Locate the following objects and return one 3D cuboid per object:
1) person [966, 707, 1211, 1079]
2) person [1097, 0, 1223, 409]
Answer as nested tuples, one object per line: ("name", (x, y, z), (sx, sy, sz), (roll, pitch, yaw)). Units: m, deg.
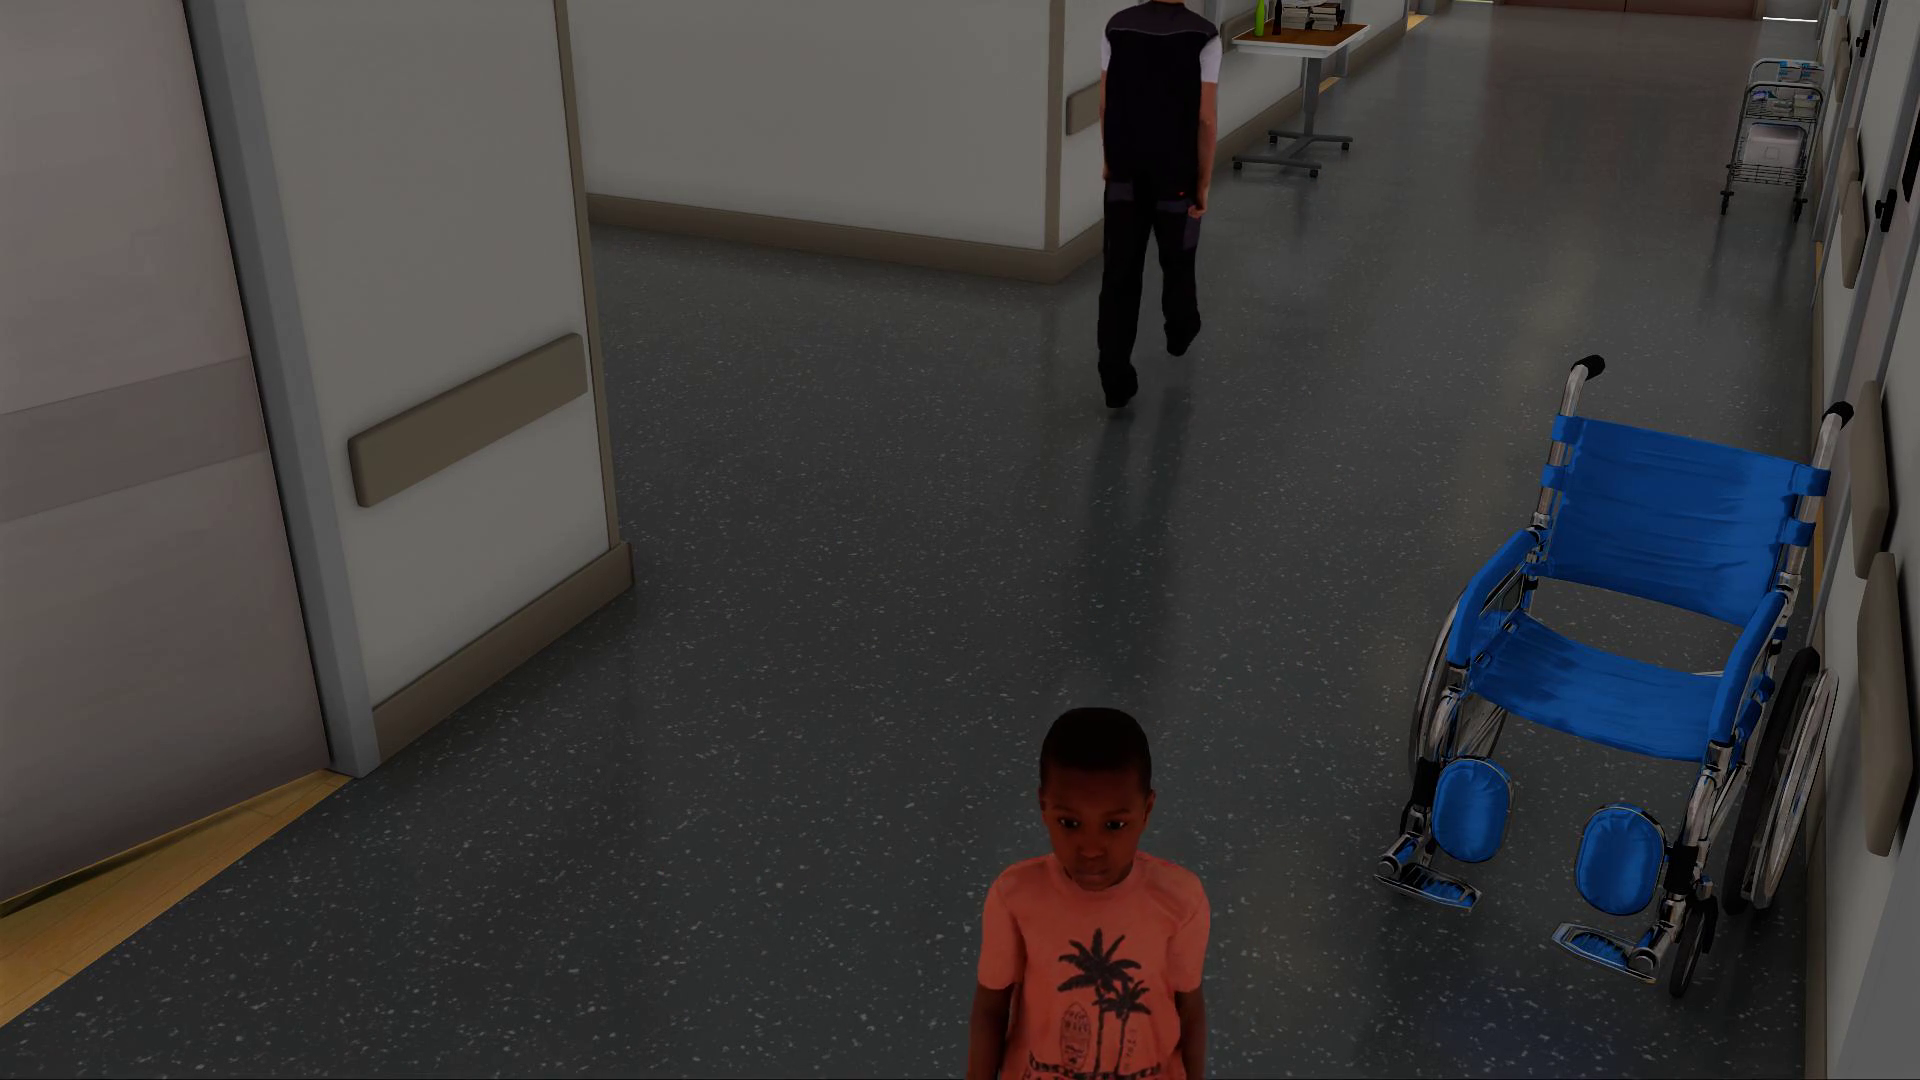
("person", (0.209, 0.803, 2.543), (0.617, 1.295, 0.800), (5, 26, 11))
("person", (0.727, -1.397, 6.517), (0.766, 1.806, 1.189), (7, 27, 14))
